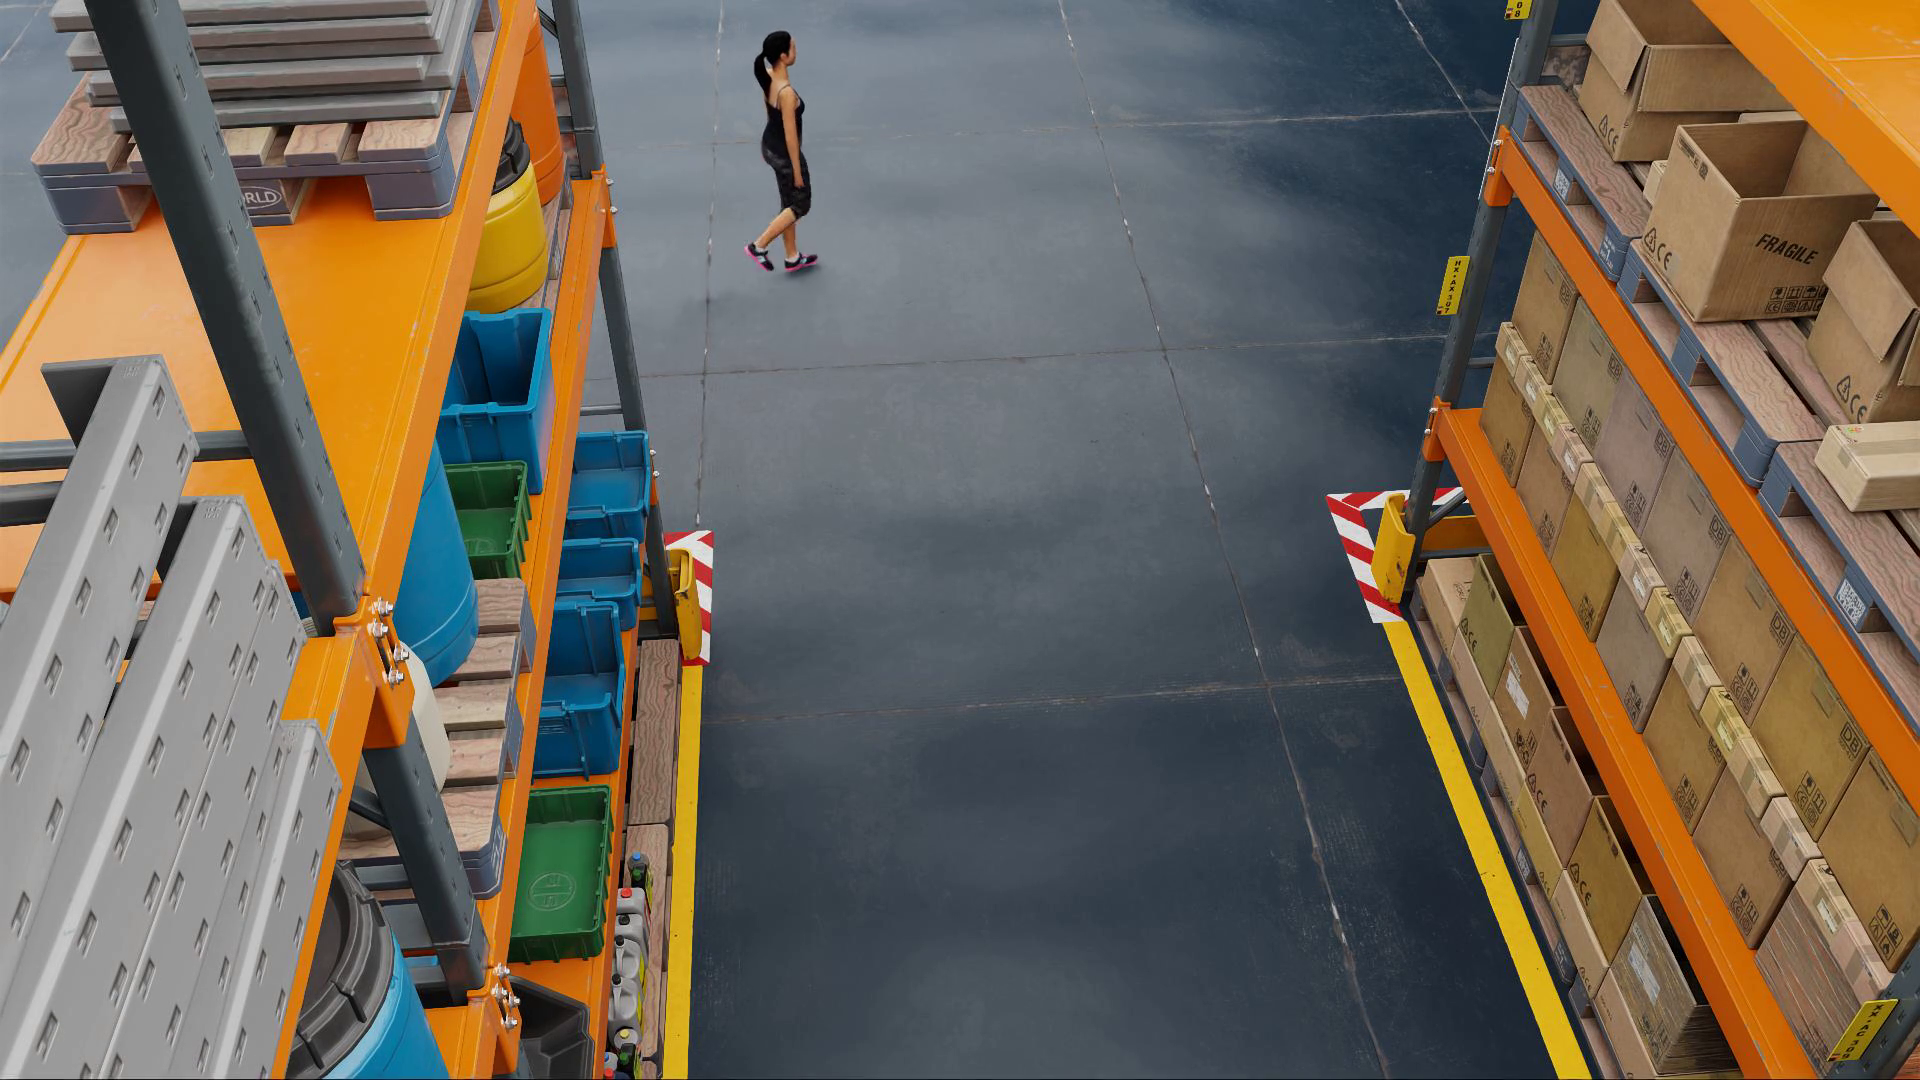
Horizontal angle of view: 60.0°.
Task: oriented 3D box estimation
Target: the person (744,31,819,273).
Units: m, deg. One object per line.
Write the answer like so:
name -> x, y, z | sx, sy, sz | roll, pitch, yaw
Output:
person -> -1.251, -2.511, 11.016 | 0.822, 1.712, 0.821 | -19, 46, -20
